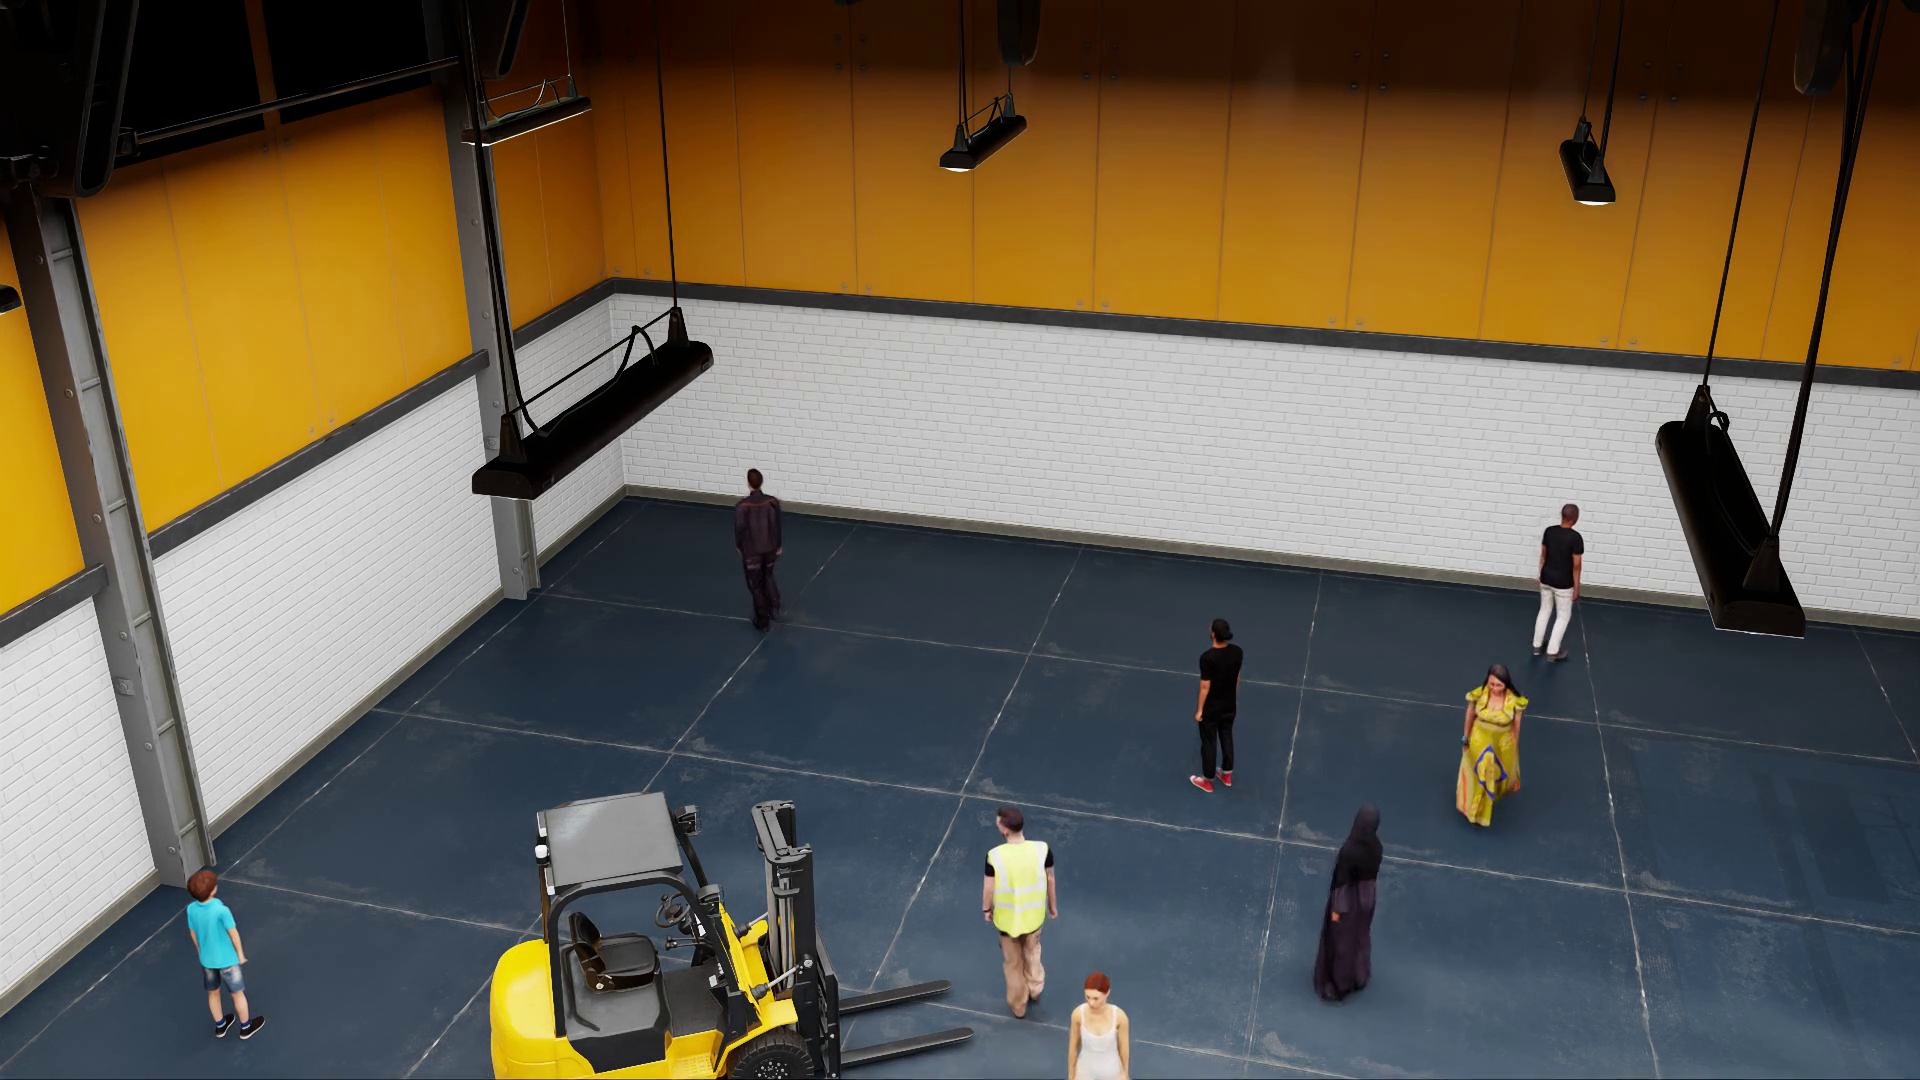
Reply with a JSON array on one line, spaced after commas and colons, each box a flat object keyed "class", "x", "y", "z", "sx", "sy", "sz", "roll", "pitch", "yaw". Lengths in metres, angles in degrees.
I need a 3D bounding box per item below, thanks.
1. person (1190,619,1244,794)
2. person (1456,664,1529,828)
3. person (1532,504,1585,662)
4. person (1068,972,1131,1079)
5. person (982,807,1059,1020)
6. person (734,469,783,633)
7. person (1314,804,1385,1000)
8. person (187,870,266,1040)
[{"class": "person", "x": 2.432, "y": 1.551, "z": 15.696, "sx": 0.696, "sy": 1.756, "sz": 0.755, "roll": -13, "pitch": 27, "yaw": -27}, {"class": "person", "x": 4.865, "y": 1.822, "z": 15.230, "sx": 0.783, "sy": 1.634, "sz": 0.992, "roll": 8, "pitch": 25, "yaw": 18}, {"class": "person", "x": 6.504, "y": 0.470, "z": 18.124, "sx": 0.818, "sy": 1.793, "sz": 0.776, "roll": -16, "pitch": 28, "yaw": -32}, {"class": "person", "x": 0.950, "y": 3.559, "z": 11.260, "sx": 0.581, "sy": 1.630, "sz": 0.584, "roll": 4, "pitch": 24, "yaw": 9}, {"class": "person", "x": 0.459, "y": 2.876, "z": 12.592, "sx": 0.874, "sy": 1.814, "sz": 0.906, "roll": -4, "pitch": 24, "yaw": -8}, {"class": "person", "x": -2.231, "y": 0.151, "z": 18.725, "sx": 0.822, "sy": 1.896, "sz": 0.884, "roll": -13, "pitch": 27, "yaw": -27}, {"class": "person", "x": 3.051, "y": 2.833, "z": 12.957, "sx": 0.893, "sy": 1.600, "sz": 0.790, "roll": 18, "pitch": 29, "yaw": 36}, {"class": "person", "x": -5.582, "y": 3.113, "z": 12.508, "sx": 0.532, "sy": 1.448, "sz": 0.504, "roll": 4, "pitch": 24, "yaw": 9}]
